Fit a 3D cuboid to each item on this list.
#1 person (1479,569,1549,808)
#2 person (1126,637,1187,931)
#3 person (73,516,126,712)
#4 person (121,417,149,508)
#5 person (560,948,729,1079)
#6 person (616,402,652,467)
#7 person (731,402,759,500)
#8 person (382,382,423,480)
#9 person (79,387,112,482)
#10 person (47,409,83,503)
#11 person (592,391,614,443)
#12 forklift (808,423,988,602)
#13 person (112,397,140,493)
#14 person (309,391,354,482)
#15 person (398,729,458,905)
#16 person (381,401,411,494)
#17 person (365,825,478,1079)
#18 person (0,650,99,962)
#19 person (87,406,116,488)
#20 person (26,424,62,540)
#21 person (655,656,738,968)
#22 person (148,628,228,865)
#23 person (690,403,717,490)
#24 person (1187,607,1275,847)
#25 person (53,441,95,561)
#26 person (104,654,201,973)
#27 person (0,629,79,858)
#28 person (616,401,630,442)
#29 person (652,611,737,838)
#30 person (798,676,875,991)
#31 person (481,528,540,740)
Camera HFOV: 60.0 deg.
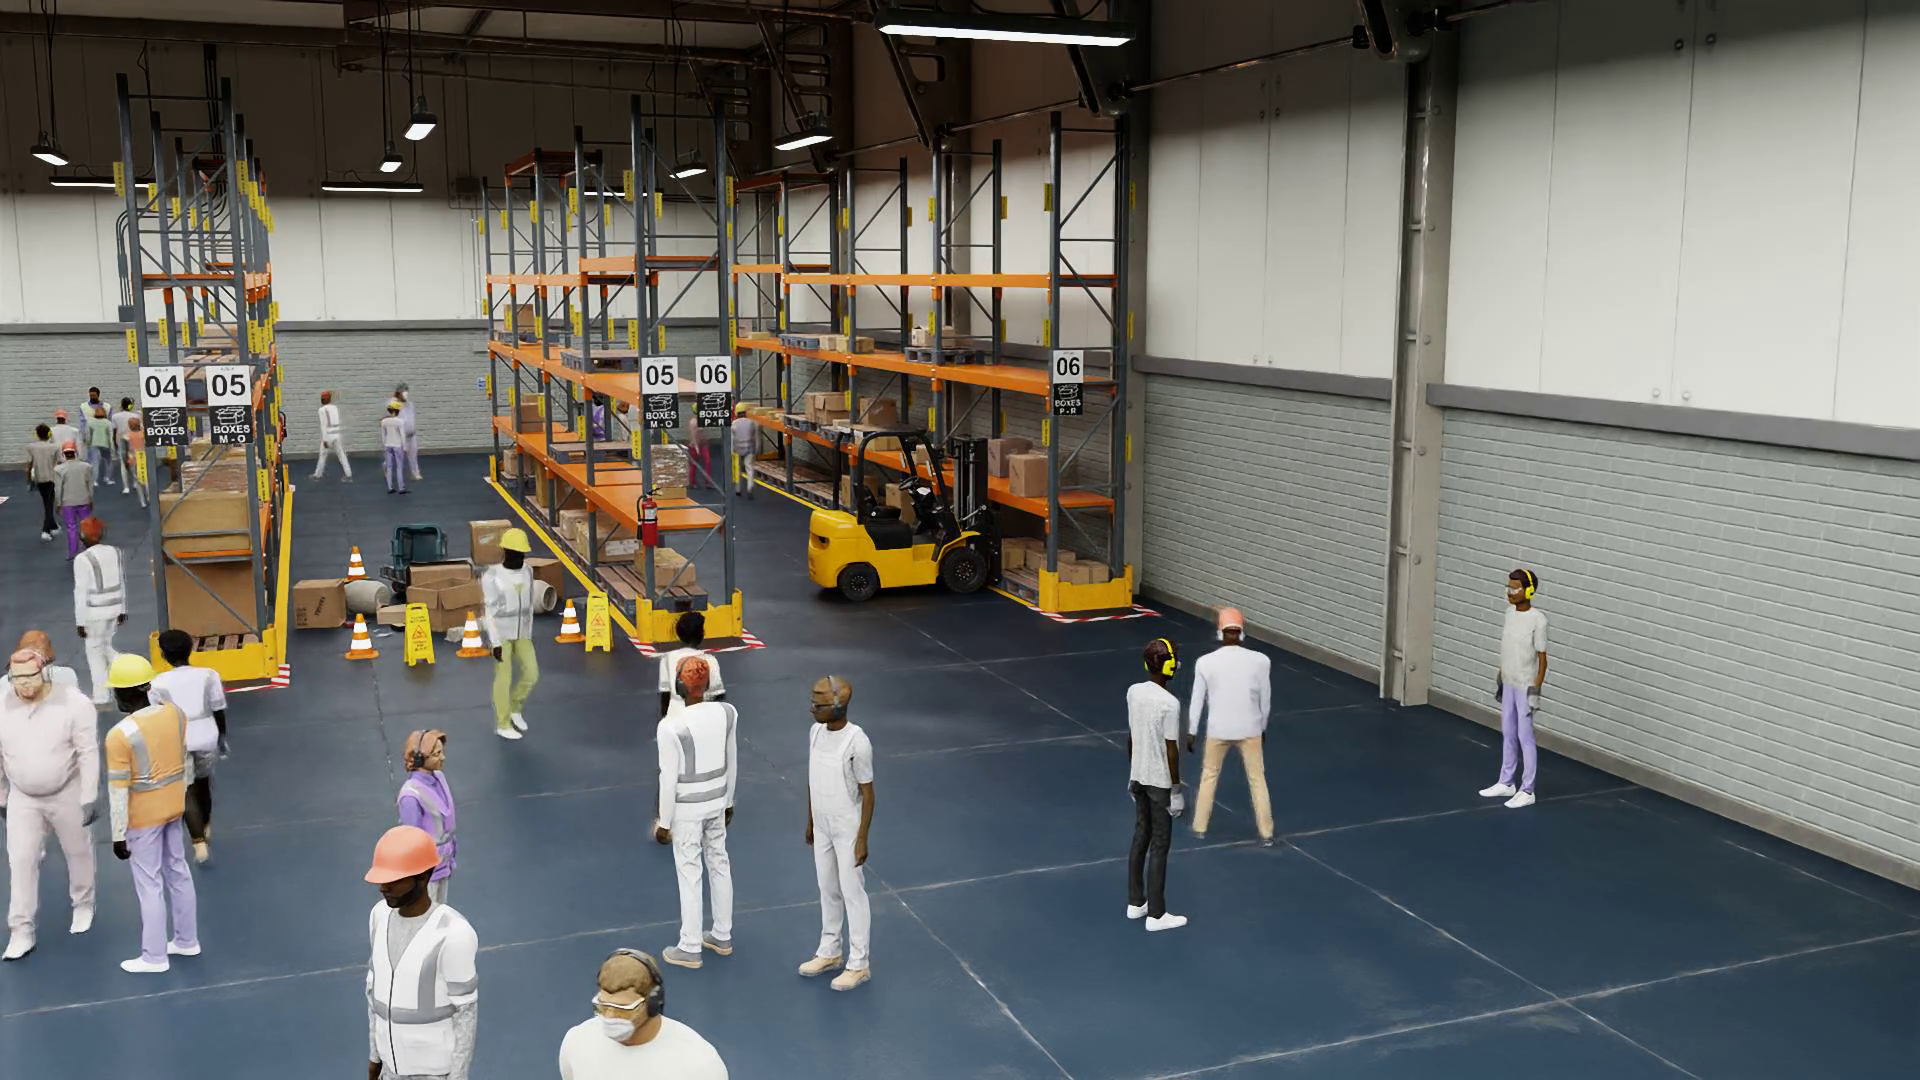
[{"bbox_3d":[4.345,1.147,12.962,0.329,1.873,0.516,-3,10,-18],"label":"person"},{"bbox_3d":[1.248,1.538,10.546,0.335,1.860,0.508,-5,10,-29],"label":"person"},{"bbox_3d":[-8.108,0.706,15.770,0.489,1.872,0.656,2,9,10],"label":"person"},{"bbox_3d":[-14.624,-1.379,29.619,0.531,1.614,0.550,-4,10,-26],"label":"person"},{"bbox_3d":[-1.065,2.284,5.619,0.628,1.933,0.367,4,10,21],"label":"person"},{"bbox_3d":[-6.662,-2.208,34.101,0.730,1.878,0.414,-1,9,-4],"label":"person"},{"bbox_3d":[-4.007,-1.652,30.813,0.591,1.801,0.842,-2,9,-11],"label":"person"},{"bbox_3d":[-11.330,-2.222,33.630,0.884,2.000,0.676,7,11,36],"label":"person"},{"bbox_3d":[-17.282,-2.107,33.310,0.587,1.915,0.397,-6,11,-32],"label":"person"},{"bbox_3d":[-16.156,-1.497,30.013,0.587,1.734,0.368,-4,10,-22],"label":"person"},{"bbox_3d":[-7.224,-2.079,33.407,0.628,1.837,0.429,6,11,34],"label":"person"},{"bbox_3d":[-0.830,-0.399,21.676,2.313,2.155,1.214,-4,10,-21],"label":"forklift"},{"bbox_3d":[-15.831,-1.799,31.634,0.496,1.847,0.381,-4,10,-24],"label":"person"},{"bbox_3d":[-12.601,-2.062,33.320,1.001,1.828,0.595,3,10,20],"label":"person"},{"bbox_3d":[-2.953,1.852,9.252,0.303,1.639,0.525,0,9,-1],"label":"person"},{"bbox_3d":[-10.710,-1.751,31.558,0.524,1.760,0.328,3,10,19],"label":"person"},{"bbox_3d":[-2.211,2.096,6.777,0.543,1.938,0.357,4,10,26],"label":"person"},{"bbox_3d":[-5.600,1.597,10.159,0.665,1.867,0.933,-2,9,-13],"label":"person"},{"bbox_3d":[-16.847,-1.827,32.612,0.516,1.583,0.849,-2,9,-14],"label":"person"},{"bbox_3d":[-14.339,-0.918,26.141,0.541,1.825,0.989,-2,9,-12],"label":"person"},{"bbox_3d":[-1.579,1.616,9.972,0.355,1.883,0.575,8,12,40],"label":"person"},{"bbox_3d":[-5.467,1.442,11.784,0.538,1.657,0.865,-8,12,-42],"label":"person"},{"bbox_3d":[-4.959,-1.789,31.892,0.740,1.717,0.556,8,12,40],"label":"person"},{"bbox_3d":[1.976,1.353,12.144,0.604,1.738,0.399,1,9,6],"label":"person"},{"bbox_3d":[-12.843,-0.564,24.111,0.339,1.747,0.563,7,11,38],"label":"person"},{"bbox_3d":[-4.816,1.618,9.861,0.390,1.922,0.589,2,9,15],"label":"person"},{"bbox_3d":[-6.516,1.444,11.837,0.507,1.632,0.265,-6,11,-33],"label":"person"},{"bbox_3d":[-6.747,-1.992,33.465,0.289,1.632,0.497,-2,9,-10],"label":"person"},{"bbox_3d":[-2.011,1.349,12.379,0.530,1.653,0.916,8,12,40],"label":"person"},{"bbox_3d":[-0.714,1.684,9.666,0.327,1.841,0.514,-9,12,-43],"label":"person"},{"bbox_3d":[-3.981,0.836,14.807,0.436,1.906,0.604,6,11,35],"label":"person"}]
